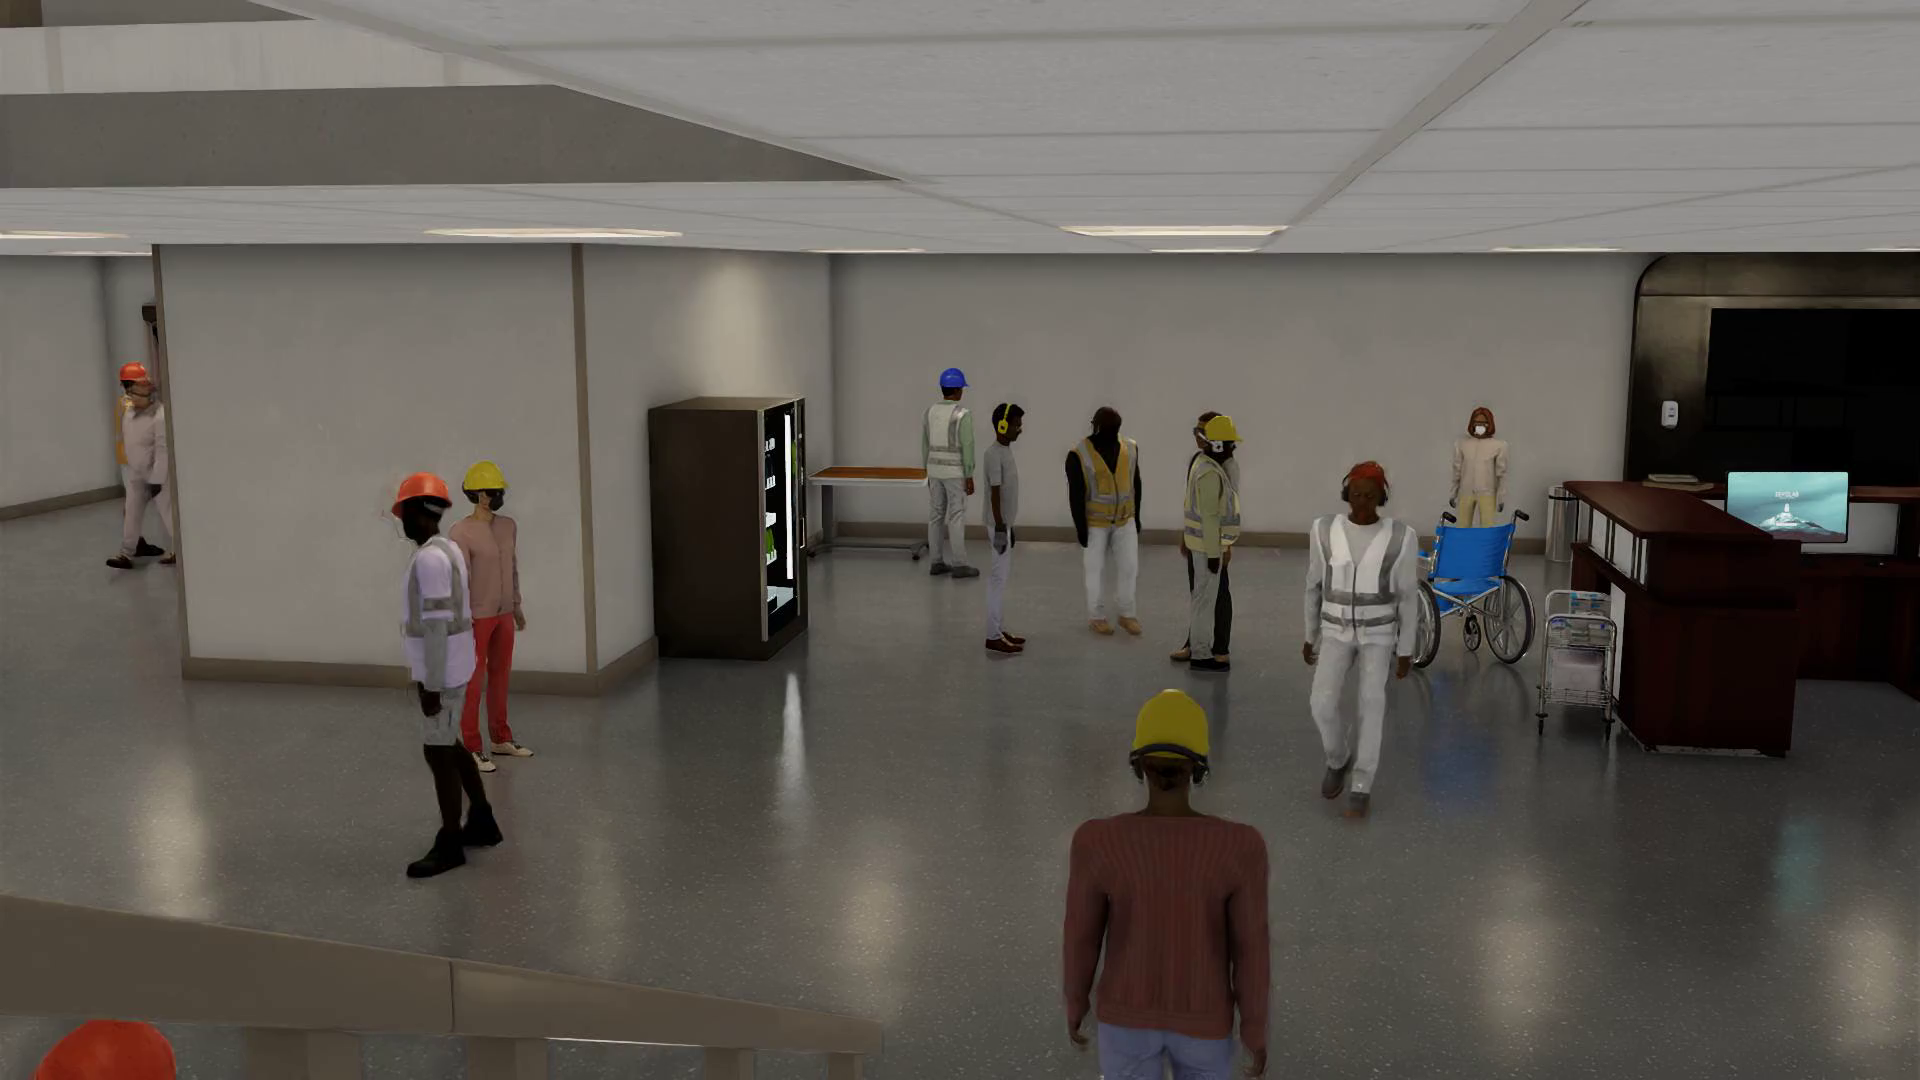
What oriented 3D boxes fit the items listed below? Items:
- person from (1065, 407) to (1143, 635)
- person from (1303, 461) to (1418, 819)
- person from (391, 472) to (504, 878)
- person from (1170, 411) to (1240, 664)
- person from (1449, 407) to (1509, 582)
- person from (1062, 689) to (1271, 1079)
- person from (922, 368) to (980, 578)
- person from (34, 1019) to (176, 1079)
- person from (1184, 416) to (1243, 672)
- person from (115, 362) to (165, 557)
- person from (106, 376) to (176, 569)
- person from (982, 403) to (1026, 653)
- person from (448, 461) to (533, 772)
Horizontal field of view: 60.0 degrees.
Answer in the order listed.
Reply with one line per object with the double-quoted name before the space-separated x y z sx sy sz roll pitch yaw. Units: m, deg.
"person" 1.142 -0.136 12.909 0.659 1.809 0.562 -3 10 -17
"person" 2.073 0.517 8.665 0.591 1.870 0.404 4 10 25
"person" -2.445 0.627 7.936 0.483 1.898 0.630 -2 10 -15
"person" 1.778 -0.003 11.958 0.345 1.847 0.507 -6 11 -35
"person" 4.691 -0.392 15.058 0.504 1.627 0.285 6 11 31
"person" 0.555 1.248 4.533 0.547 1.741 0.711 1 9 6
"person" -0.091 -0.621 15.455 0.605 1.949 0.402 9 13 44
"person" -1.353 1.578 2.677 0.557 1.691 0.931 -2 9 -13
"person" 1.801 0.023 11.885 0.404 1.825 0.596 1 9 5
"person" -8.219 -0.805 16.625 0.379 1.937 0.548 -6 11 -33
"person" -7.771 -0.629 15.825 0.717 1.846 0.944 4 10 24
"person" 0.334 -0.095 12.475 0.329 1.865 0.508 1 9 7
"person" -2.699 0.427 9.547 0.306 1.772 0.525 4 10 25
